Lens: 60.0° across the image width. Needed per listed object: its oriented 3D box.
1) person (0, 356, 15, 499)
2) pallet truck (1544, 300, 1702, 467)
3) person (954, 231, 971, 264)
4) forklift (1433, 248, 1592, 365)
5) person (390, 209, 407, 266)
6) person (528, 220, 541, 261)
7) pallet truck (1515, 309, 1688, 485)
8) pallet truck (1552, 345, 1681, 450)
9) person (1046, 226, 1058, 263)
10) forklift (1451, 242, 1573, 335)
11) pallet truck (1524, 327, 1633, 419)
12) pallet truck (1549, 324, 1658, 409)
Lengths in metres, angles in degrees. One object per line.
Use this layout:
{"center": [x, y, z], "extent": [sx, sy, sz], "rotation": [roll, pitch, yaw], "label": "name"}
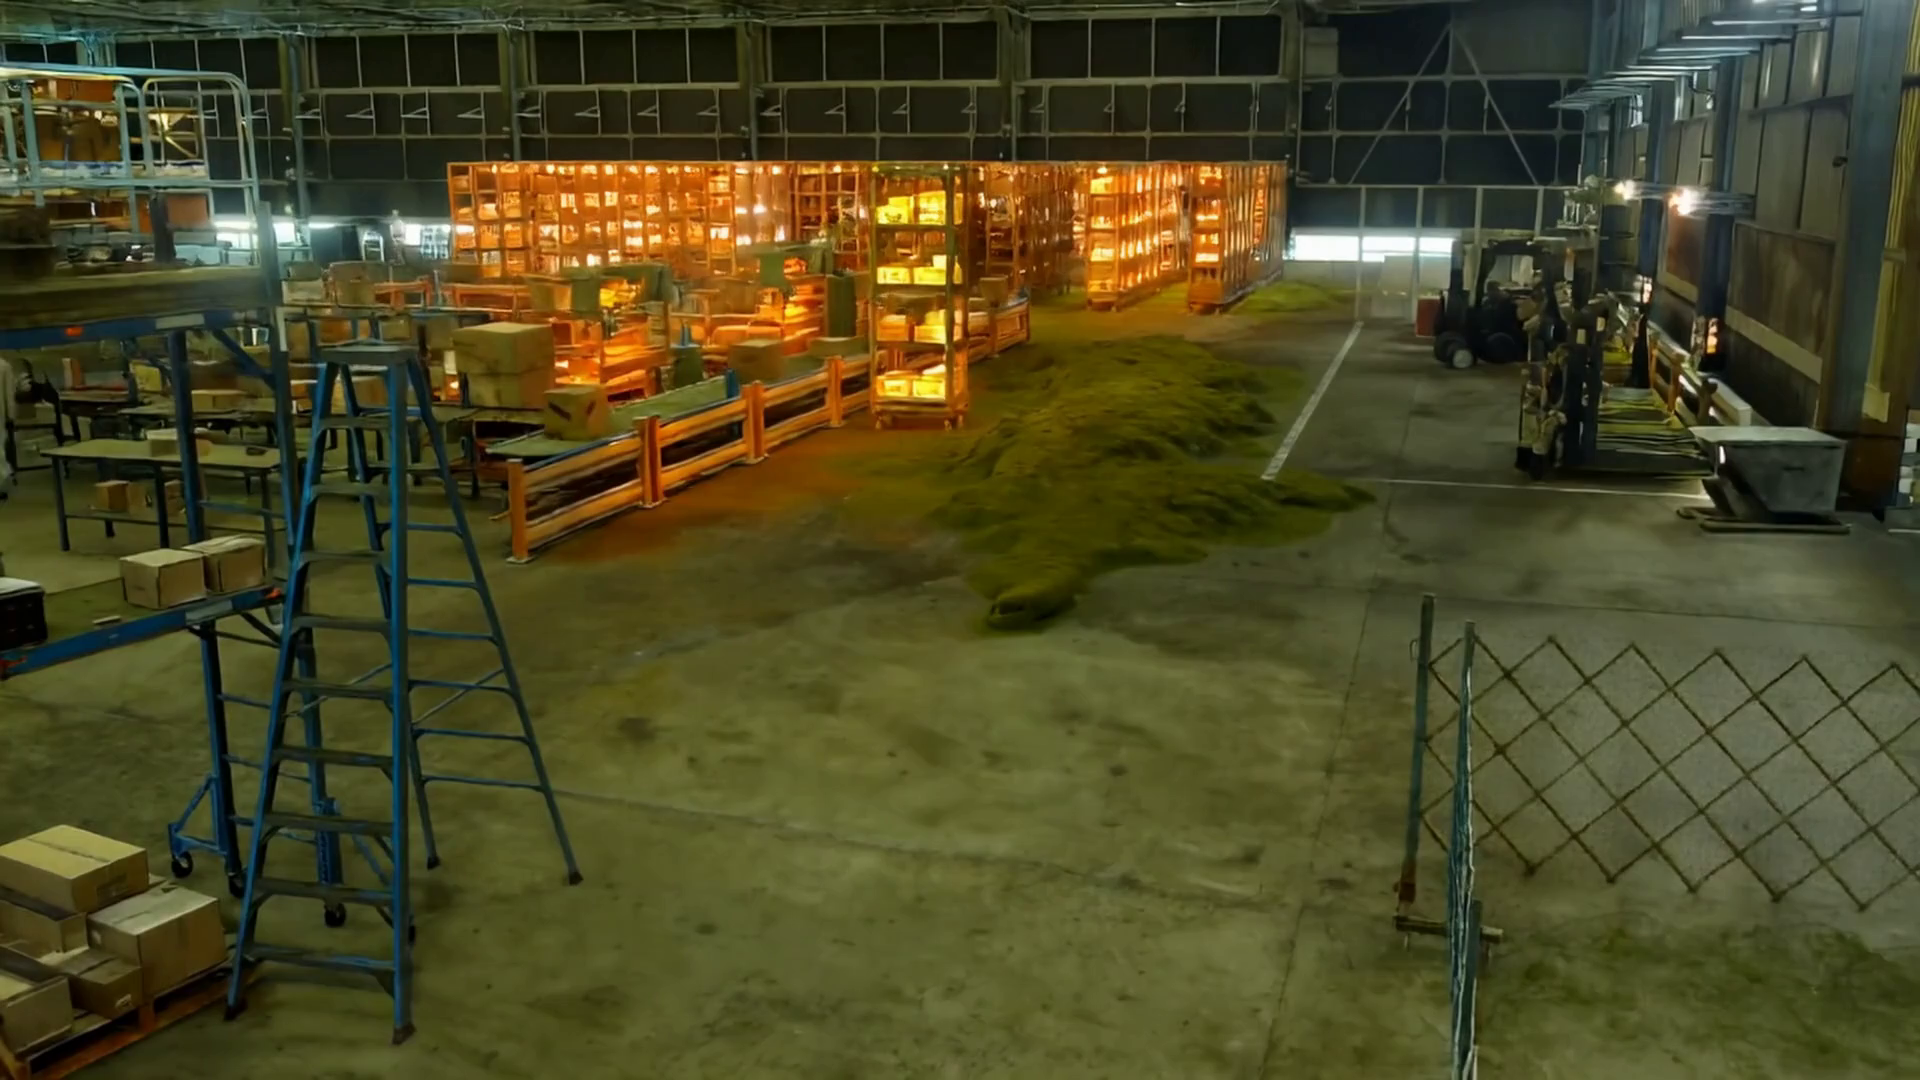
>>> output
{"center": [-10.711, -1.363, 18.330], "extent": [0.487, 1.885, 0.661], "rotation": [5, 14, 22], "label": "person"}
{"center": [8.263, -1.952, 20.631], "extent": [1.885, 1.965, 0.823], "rotation": [5, 14, 20], "label": "pallet truck"}
{"center": [0.082, -8.829, 50.696], "extent": [0.588, 1.834, 0.403], "rotation": [3, 13, 11], "label": "person"}
{"center": [9.780, -4.111, 29.280], "extent": [2.680, 1.987, 1.157], "rotation": [3, 13, 14], "label": "forklift"}
{"center": [-19.374, -10.425, 57.373], "extent": [0.471, 1.926, 0.634], "rotation": [12, 17, 41], "label": "person"}
{"center": [-12.777, -8.818, 50.406], "extent": [1.054, 1.929, 0.619], "rotation": [1, 13, 5], "label": "person"}
{"center": [7.554, -1.677, 19.446], "extent": [1.885, 1.965, 0.823], "rotation": [3, 13, 14], "label": "pallet truck"}
{"center": [8.641, -1.896, 21.908], "extent": [1.630, 1.274, 0.653], "rotation": [4, 14, 16], "label": "pallet truck"}
{"center": [2.691, -8.369, 48.719], "extent": [0.440, 1.830, 0.583], "rotation": [4, 14, 17], "label": "person"}
{"center": [10.464, -4.597, 31.405], "extent": [2.680, 1.987, 1.157], "rotation": [4, 14, 16], "label": "forklift"}
{"center": [9.065, -2.460, 24.370], "extent": [1.522, 1.261, 0.704], "rotation": [3, 13, 14], "label": "pallet truck"}
{"center": [9.824, -2.669, 25.407], "extent": [1.601, 1.201, 0.680], "rotation": [4, 14, 16], "label": "pallet truck"}
